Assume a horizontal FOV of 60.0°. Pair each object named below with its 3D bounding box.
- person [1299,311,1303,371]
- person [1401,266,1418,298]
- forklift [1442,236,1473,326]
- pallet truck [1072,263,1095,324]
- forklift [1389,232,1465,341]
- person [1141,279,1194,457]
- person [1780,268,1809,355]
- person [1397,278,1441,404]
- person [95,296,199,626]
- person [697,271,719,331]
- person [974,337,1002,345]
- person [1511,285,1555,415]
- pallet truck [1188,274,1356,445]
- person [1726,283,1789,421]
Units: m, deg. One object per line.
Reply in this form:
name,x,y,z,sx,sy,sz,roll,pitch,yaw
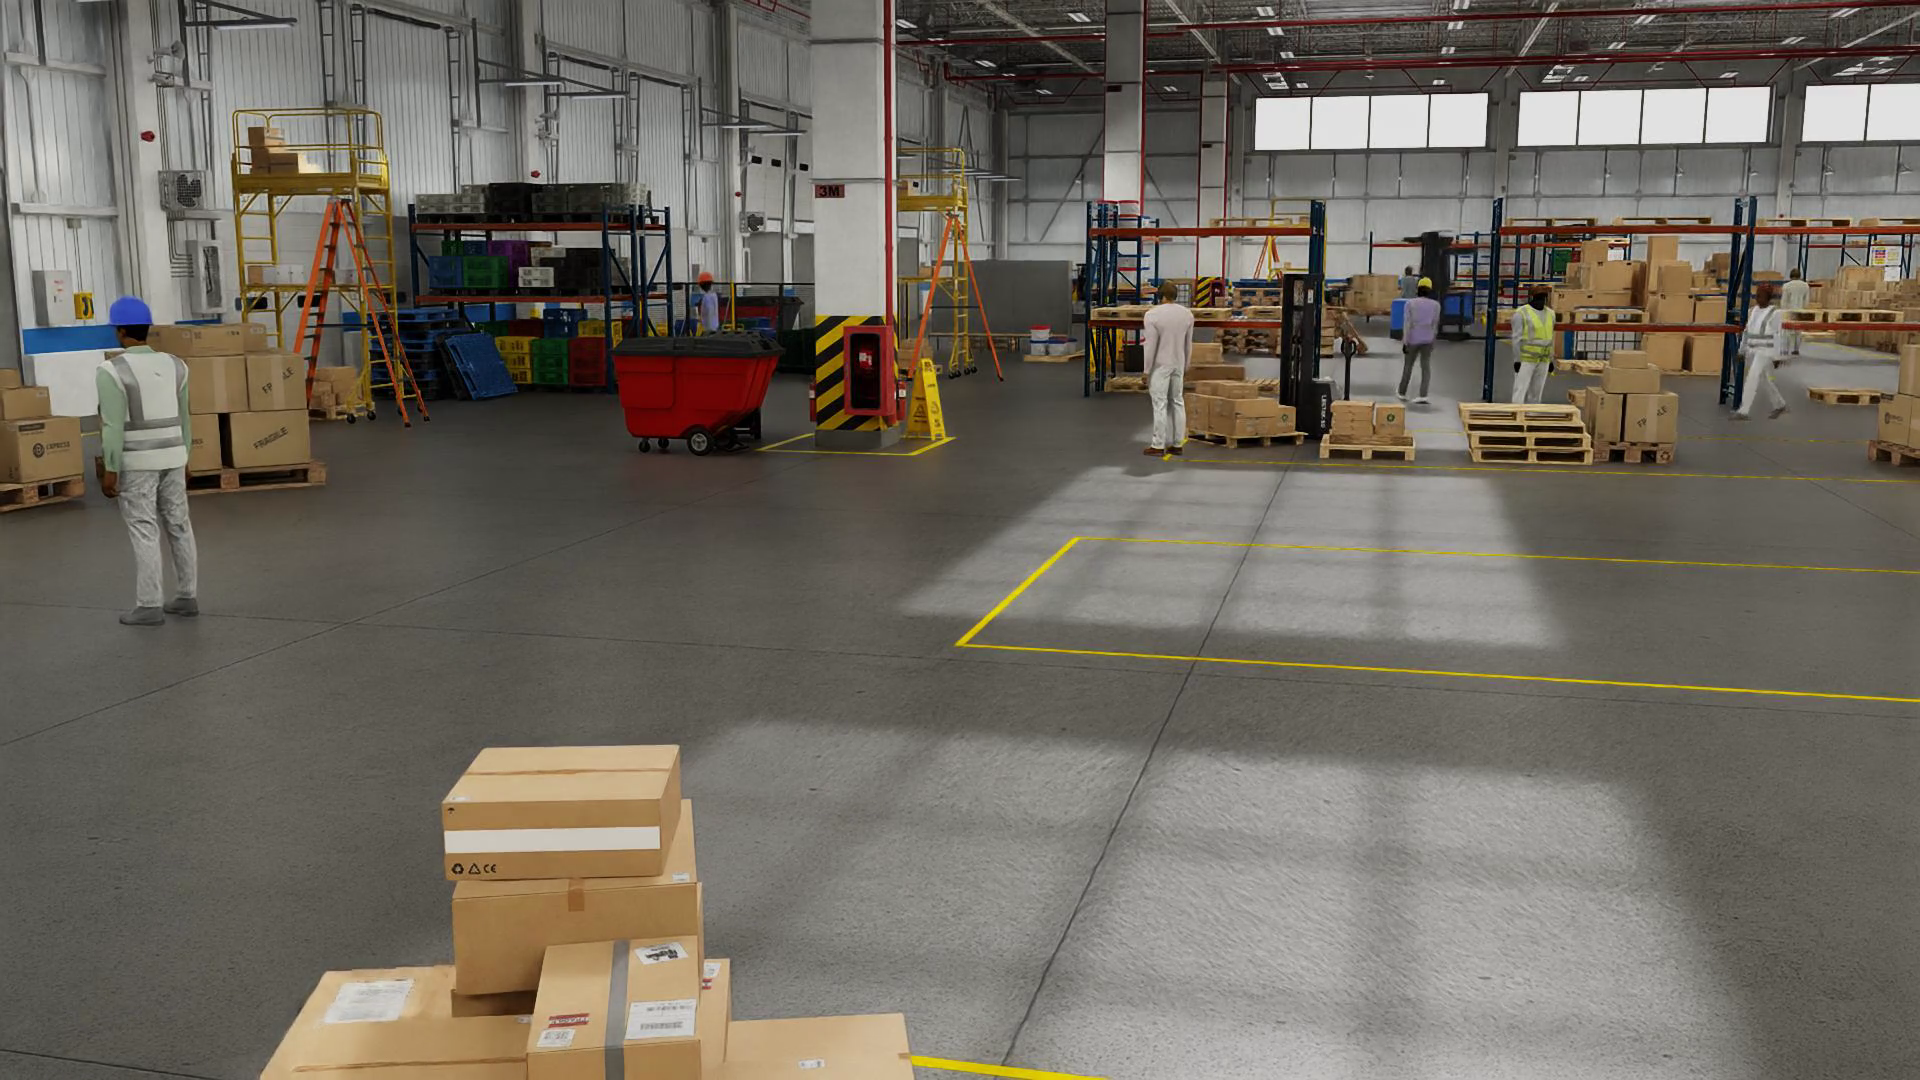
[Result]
person,6.712,-4.096,31.886,0.485,1.739,0.320,-8,13,-40
person,12.617,-6.741,46.863,0.632,1.940,0.372,-7,12,-36
forklift,15.048,-8.117,52.194,1.873,2.768,1.129,-2,10,-12
pallet truck,4.325,-8.180,55.162,0.823,1.965,1.885,6,11,31
forklift,12.151,-6.571,43.094,1.873,2.768,1.129,2,10,14
person,2.262,-1.878,18.233,0.633,1.939,0.368,-5,11,-29
person,18.602,-5.092,37.154,0.632,1.940,0.372,-1,10,-8
person,6.917,-2.999,25.055,0.607,1.857,1.017,-1,10,-7
person,-4.832,-0.463,9.872,0.406,1.947,0.606,4,11,23
person,-4.477,-3.790,29.501,0.378,1.932,0.551,0,10,-2
person,0.699,-5.704,41.512,0.675,1.677,0.533,-5,11,-26
person,7.098,-2.224,20.566,0.622,1.840,0.430,-4,10,-22
pallet truck,3.653,-2.138,19.590,1.885,1.965,0.823,-4,10,-20
person,10.759,-2.504,22.233,0.966,1.843,0.585,-1,10,-8
